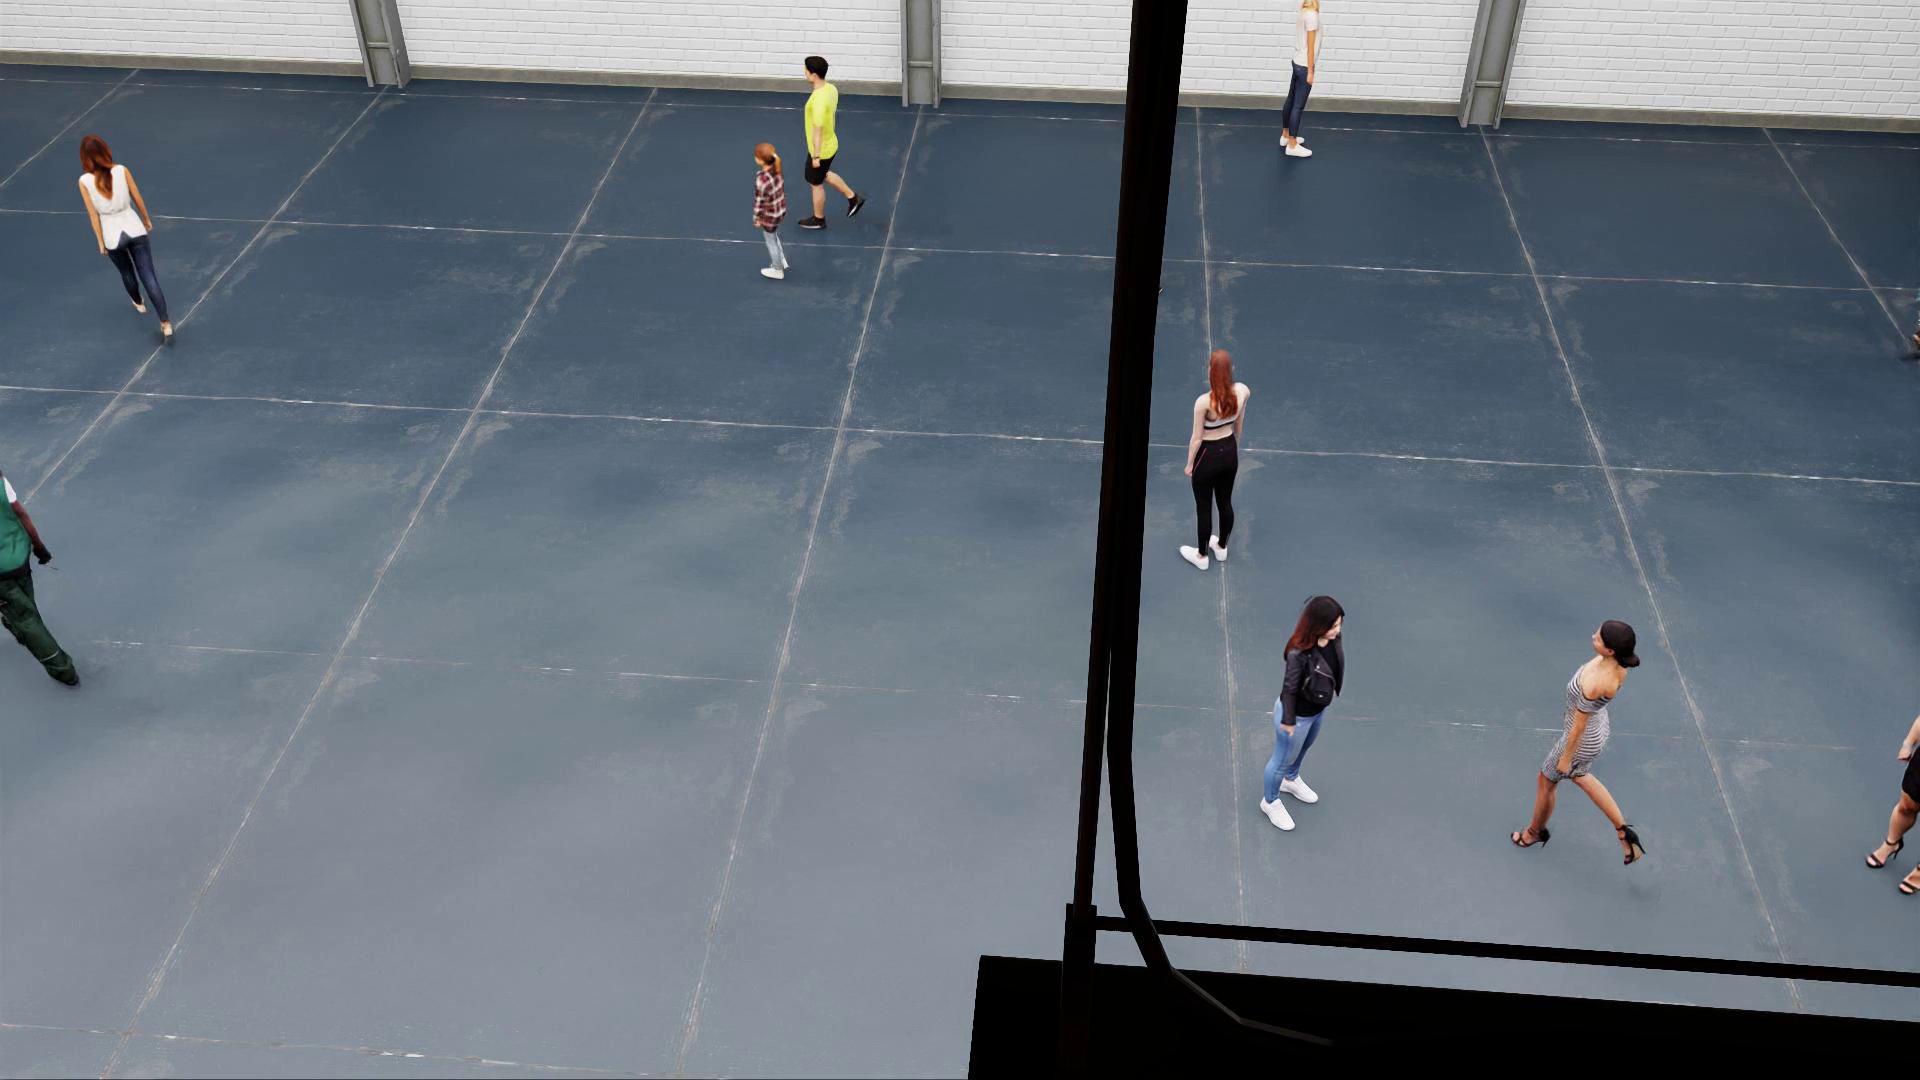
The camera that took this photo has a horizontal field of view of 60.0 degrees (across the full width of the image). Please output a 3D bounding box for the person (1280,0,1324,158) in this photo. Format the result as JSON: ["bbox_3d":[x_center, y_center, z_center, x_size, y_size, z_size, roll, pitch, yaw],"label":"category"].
[{"bbox_3d":[3.450,-4.782,16.758,0.552,1.809,0.624,-3,39,-3],"label":"person"}]

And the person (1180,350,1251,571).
[{"bbox_3d":[1.774,-0.550,11.512,0.614,1.742,0.722,-17,42,-20],"label":"person"}]

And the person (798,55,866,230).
[{"bbox_3d":[-1.213,-3.672,15.461,0.865,1.693,0.651,5,39,6],"label":"person"}]

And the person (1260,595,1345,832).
[{"bbox_3d":[2.002,0.970,9.691,0.755,1.638,0.727,29,47,31],"label":"person"}]

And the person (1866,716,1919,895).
[{"bbox_3d":[5.483,1.284,9.242,0.788,1.709,0.751,-21,43,-25],"label":"person"}]

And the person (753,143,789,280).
[{"bbox_3d":[-1.633,-2.918,14.833,0.627,1.297,0.612,17,42,21],"label":"person"}]

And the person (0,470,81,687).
[{"bbox_3d":[-6.020,0.197,10.538,1.243,1.790,1.068,24,45,27],"label":"person"}]

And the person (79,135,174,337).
[{"bbox_3d":[-6.971,-2.500,13.952,1.112,1.744,1.127,-24,44,-27],"label":"person"}]

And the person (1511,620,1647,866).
[{"bbox_3d":[3.562,1.175,9.305,1.050,1.801,0.918,27,46,30],"label":"person"}]
